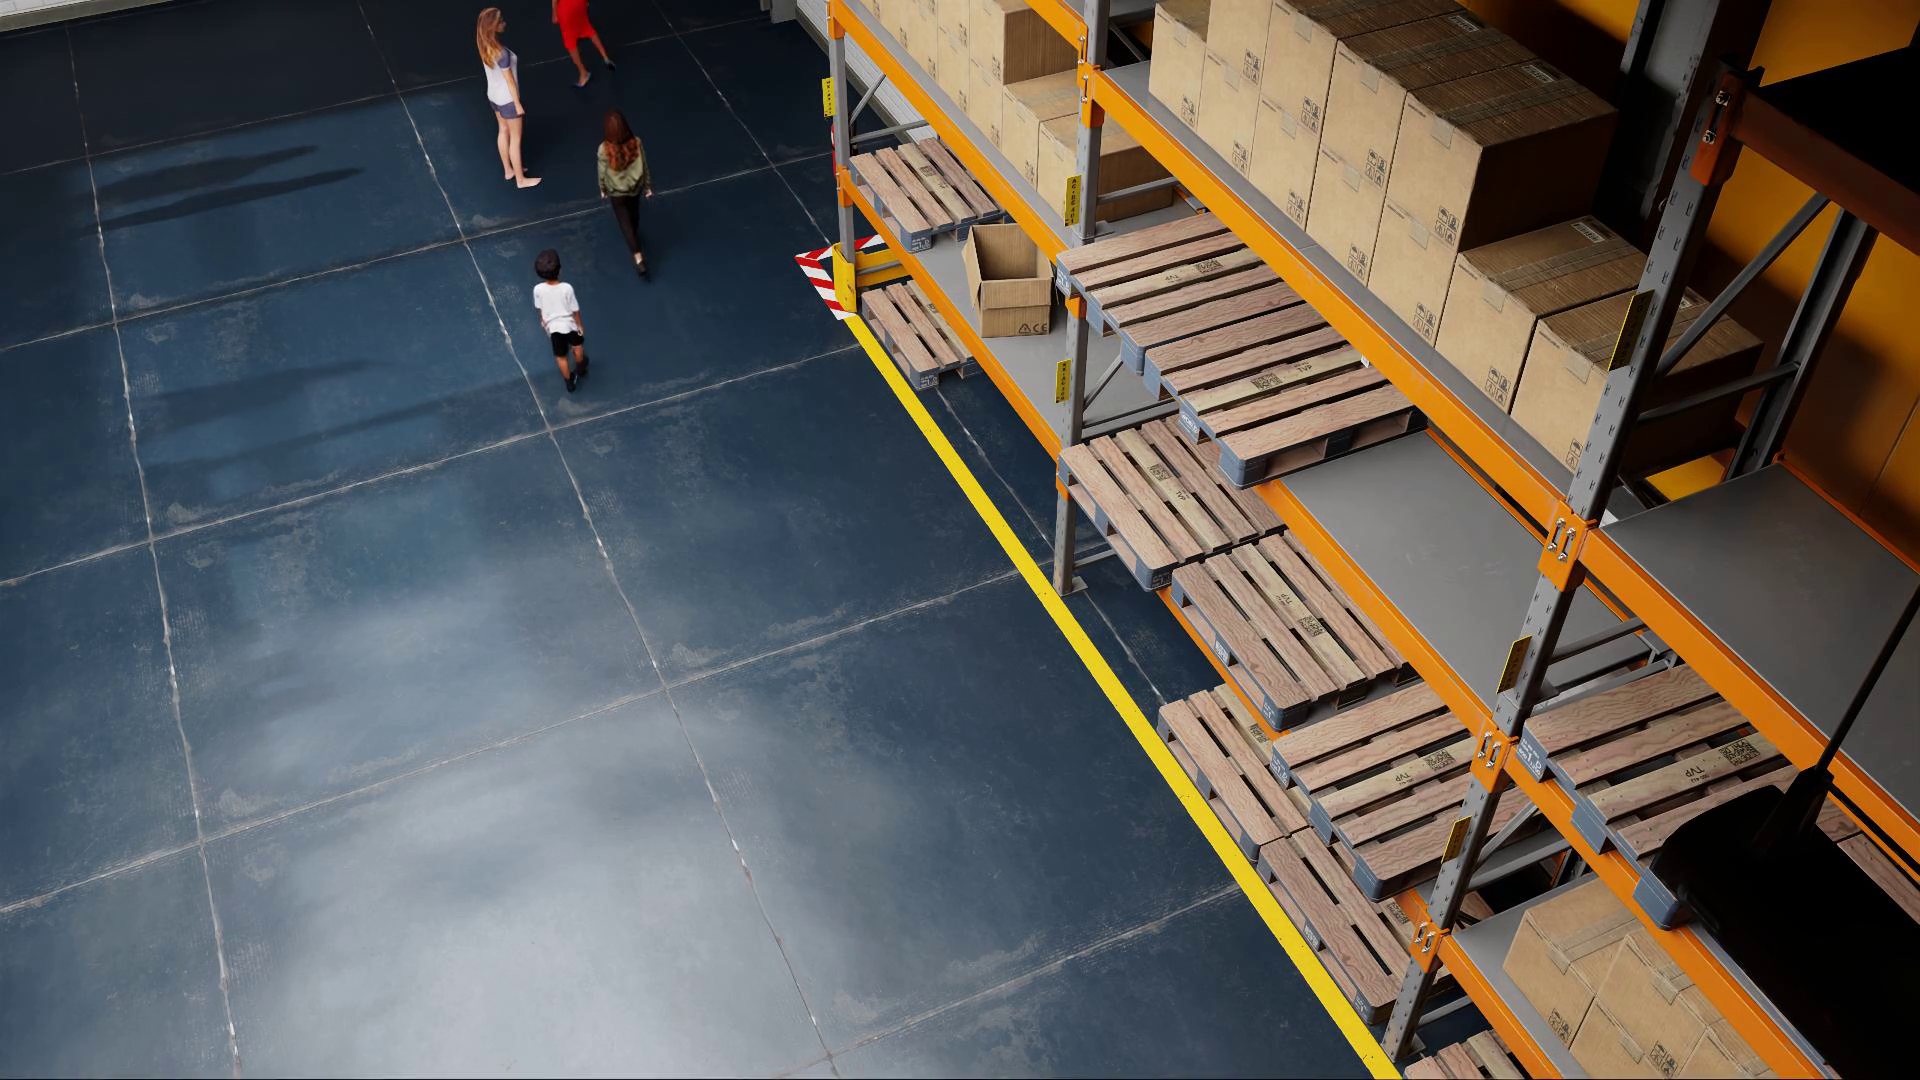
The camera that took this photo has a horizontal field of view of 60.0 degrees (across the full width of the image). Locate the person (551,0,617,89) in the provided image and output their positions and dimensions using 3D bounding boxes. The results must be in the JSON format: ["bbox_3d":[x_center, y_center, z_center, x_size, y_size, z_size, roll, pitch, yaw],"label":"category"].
[{"bbox_3d":[-3.847,-5.346,16.661,0.912,1.718,0.842,21,47,21],"label":"person"}]

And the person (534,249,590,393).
[{"bbox_3d":[-3.169,-1.699,13.172,0.631,1.249,0.725,-2,44,-2],"label":"person"}]

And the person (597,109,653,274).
[{"bbox_3d":[-2.875,-2.990,14.387,0.609,1.442,0.998,-20,47,-20],"label":"person"}]

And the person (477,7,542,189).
[{"bbox_3d":[-4.203,-4.075,15.318,0.714,1.729,0.561,-30,51,-27],"label":"person"}]
